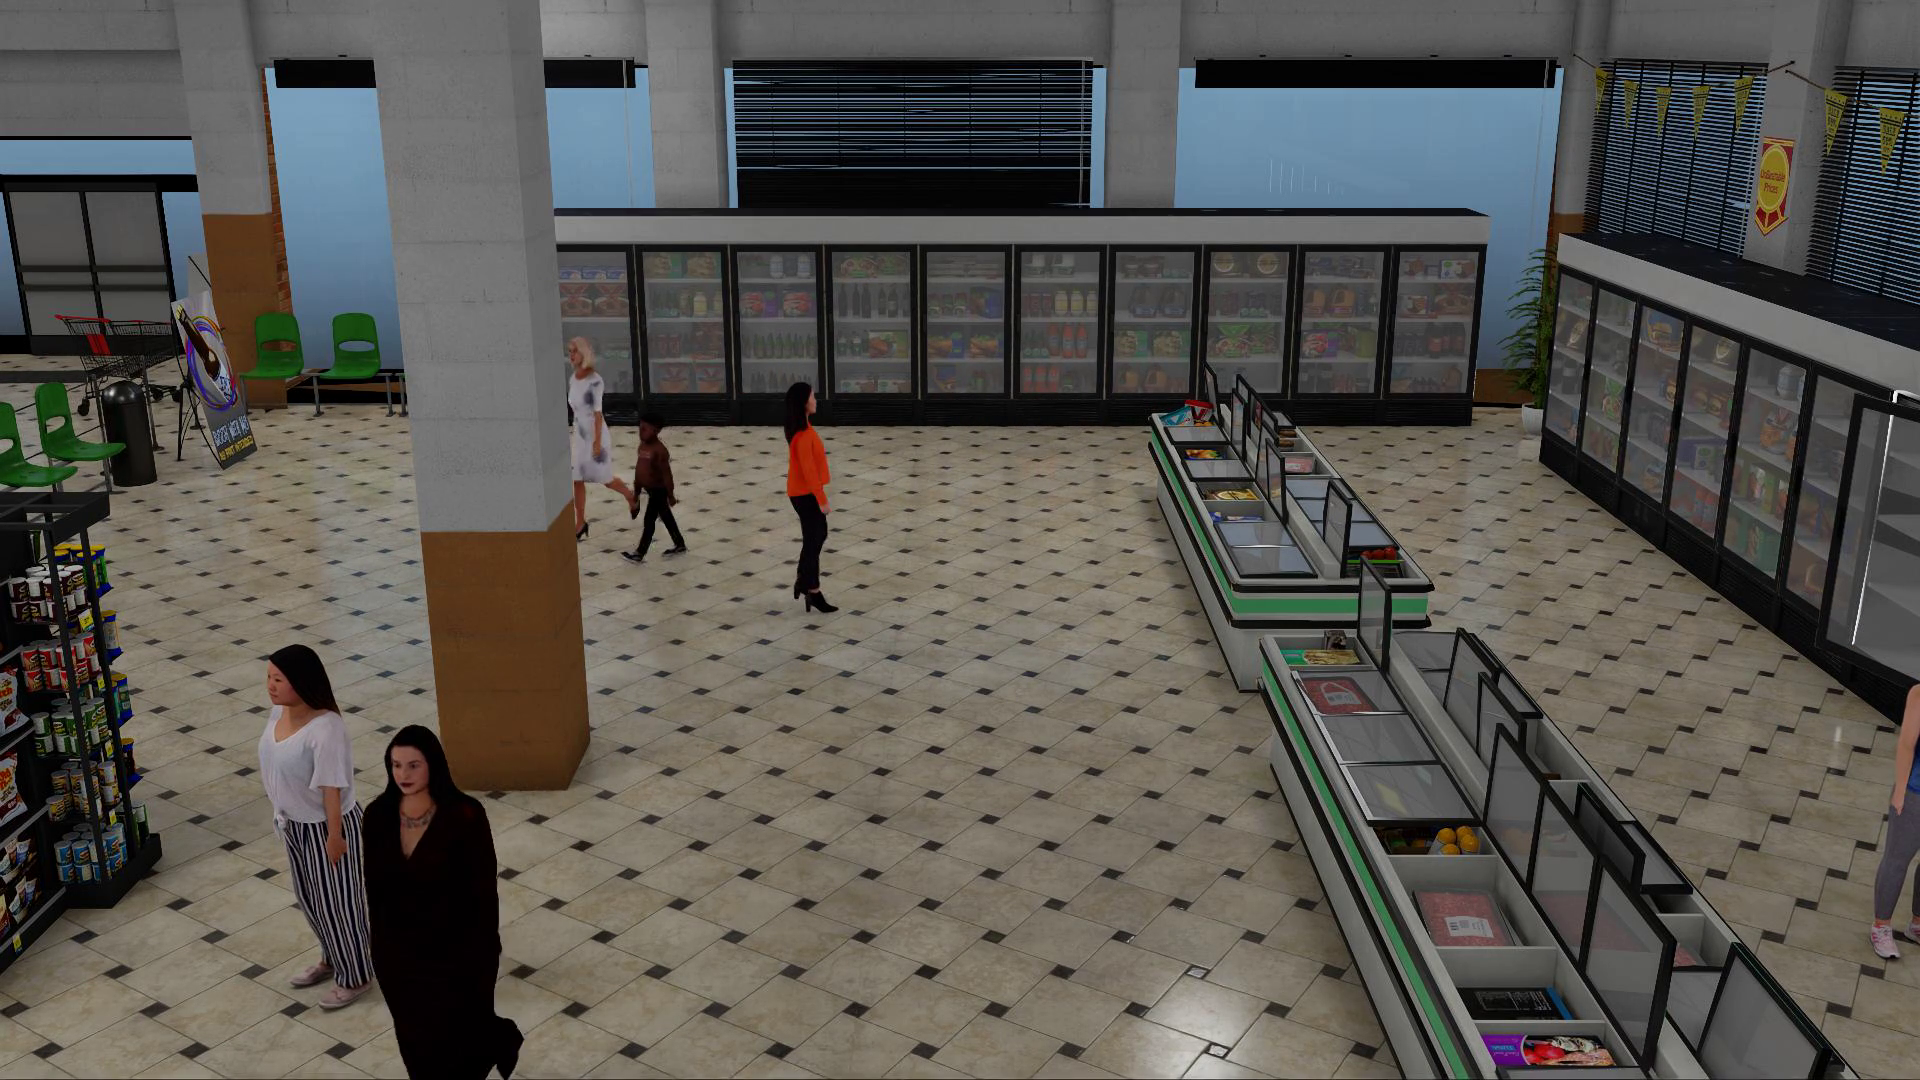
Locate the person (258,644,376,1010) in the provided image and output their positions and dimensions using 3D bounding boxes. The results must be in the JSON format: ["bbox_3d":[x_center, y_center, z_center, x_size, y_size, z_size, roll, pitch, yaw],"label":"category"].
[{"bbox_3d":[-2.822,1.235,7.334,0.842,1.680,0.779,-16,23,-42],"label":"person"}]

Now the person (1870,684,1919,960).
[{"bbox_3d":[4.507,1.162,7.698,0.558,1.609,0.532,-1,17,-3],"label":"person"}]

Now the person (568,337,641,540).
[{"bbox_3d":[-3.081,-0.866,14.180,0.952,1.723,1.102,12,20,34],"label":"person"}]

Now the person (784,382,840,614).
[{"bbox_3d":[-1.182,-0.306,12.296,0.719,1.746,0.566,-2,17,-8],"label":"person"}]

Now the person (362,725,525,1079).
[{"bbox_3d":[-1.969,1.497,6.358,0.725,1.746,0.821,3,17,9],"label":"person"}]

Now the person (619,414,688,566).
[{"bbox_3d":[-2.418,-0.419,13.573,0.895,1.221,0.877,-14,22,-38],"label":"person"}]
